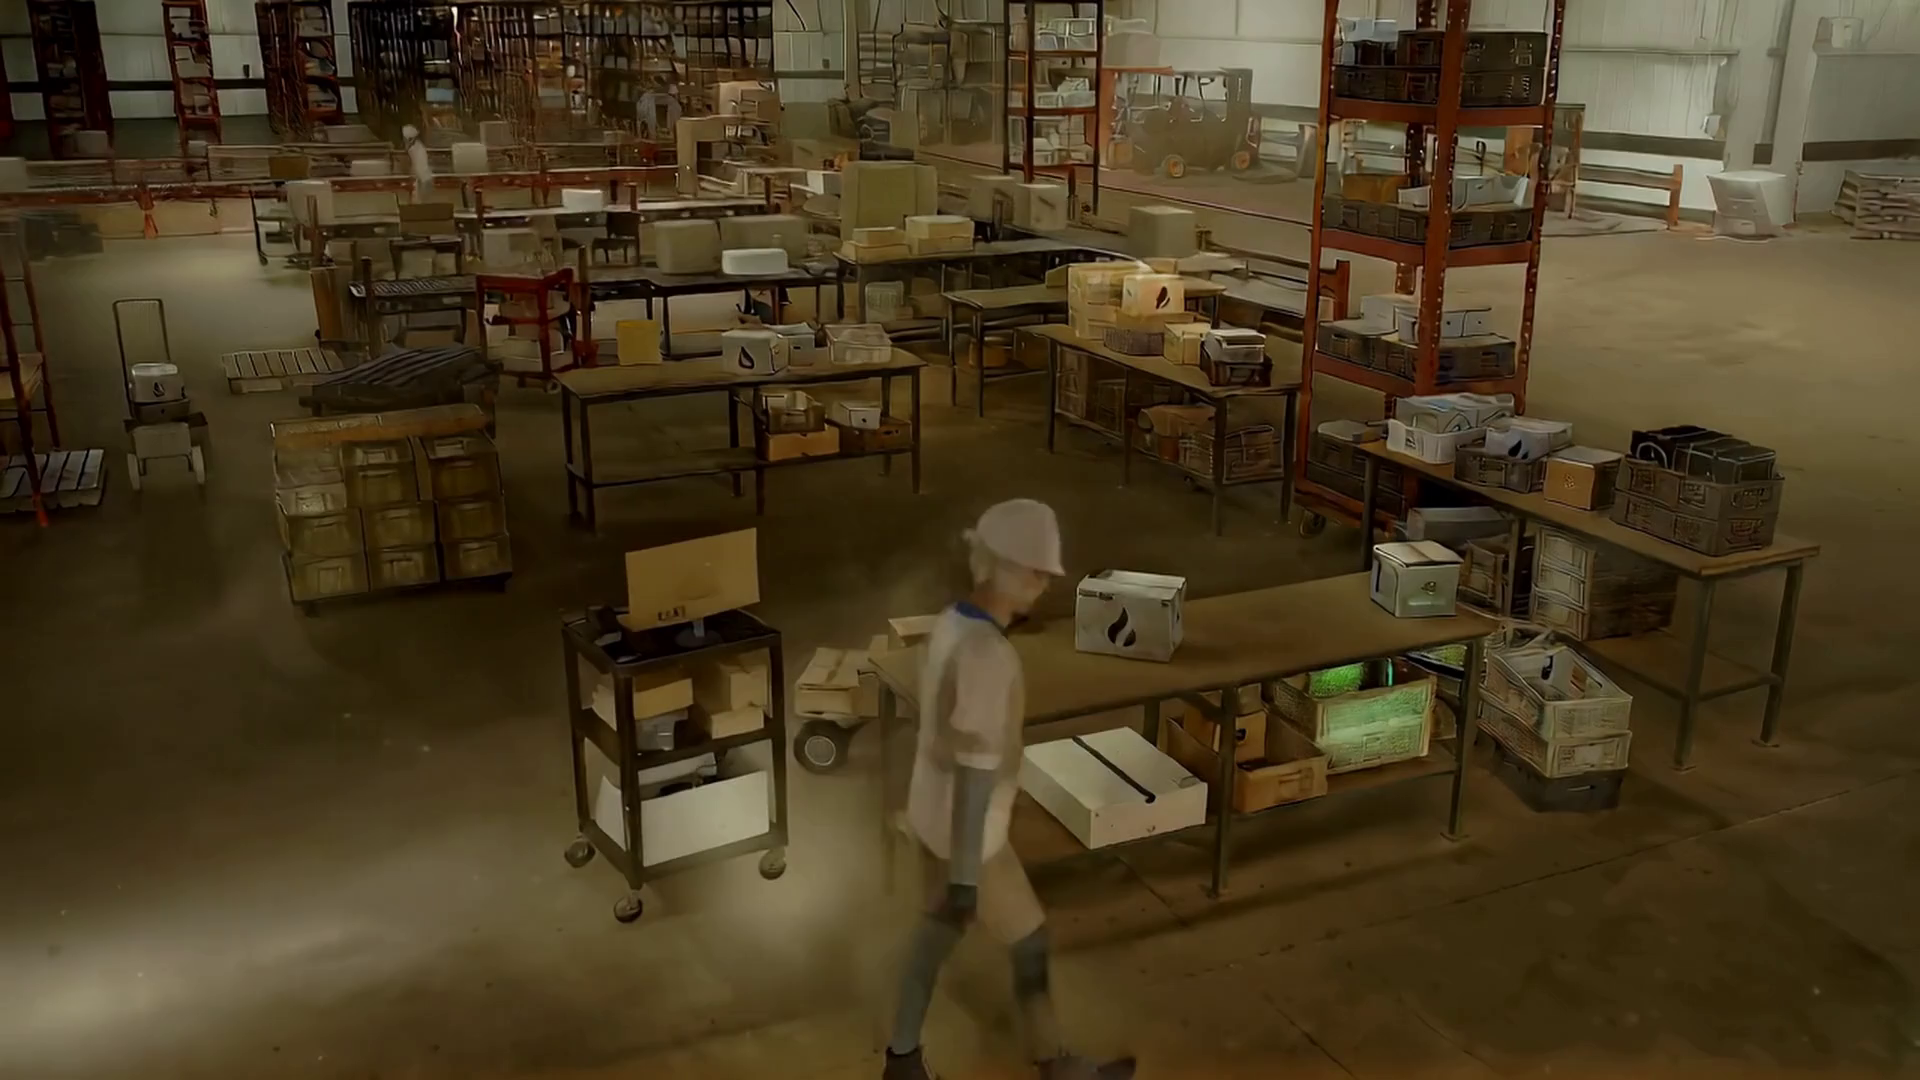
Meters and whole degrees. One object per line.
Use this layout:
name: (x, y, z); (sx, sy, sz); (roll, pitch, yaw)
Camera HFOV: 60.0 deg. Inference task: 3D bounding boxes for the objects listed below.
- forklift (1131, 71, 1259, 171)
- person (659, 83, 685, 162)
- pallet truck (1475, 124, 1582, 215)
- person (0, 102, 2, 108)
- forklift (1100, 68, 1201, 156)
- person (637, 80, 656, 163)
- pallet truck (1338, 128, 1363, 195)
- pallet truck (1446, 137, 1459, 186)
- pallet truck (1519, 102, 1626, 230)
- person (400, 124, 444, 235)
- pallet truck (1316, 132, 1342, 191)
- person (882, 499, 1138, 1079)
forklift: (4.998, -8.936, 35.413); (2.680, 1.987, 1.157); (-9, 20, -25)
person: (-6.623, -9.574, 38.236); (0.682, 1.809, 0.612); (-2, 18, -7)
pallet truck: (9.707, -6.455, 28.103); (1.885, 1.965, 0.823); (-7, 19, -20)
person: (-28.002, -12.815, 48.379); (0.390, 1.848, 0.563); (0, 18, 1)
forklift: (4.082, -9.564, 37.410); (2.680, 1.987, 1.157); (-8, 19, -23)
person: (-7.033, -9.341, 37.339); (0.406, 1.911, 0.639); (-6, 19, -18)
pallet truck: (7.845, -7.140, 31.411); (1.522, 1.261, 0.704); (-9, 20, -25)
pallet truck: (9.184, -6.485, 29.328); (1.630, 1.274, 0.653); (-8, 19, -23)
pallet truck: (9.972, -6.037, 26.785); (1.885, 1.965, 0.823); (-9, 20, -25)
person: (-8.365, -5.561, 25.736); (0.891, 1.716, 0.548); (-12, 21, -34)
pallet truck: (7.723, -7.504, 32.656); (1.601, 1.201, 0.680); (-8, 19, -23)
person: (0.157, 0.863, 5.091); (0.945, 1.978, 0.686); (-3, 18, -10)
